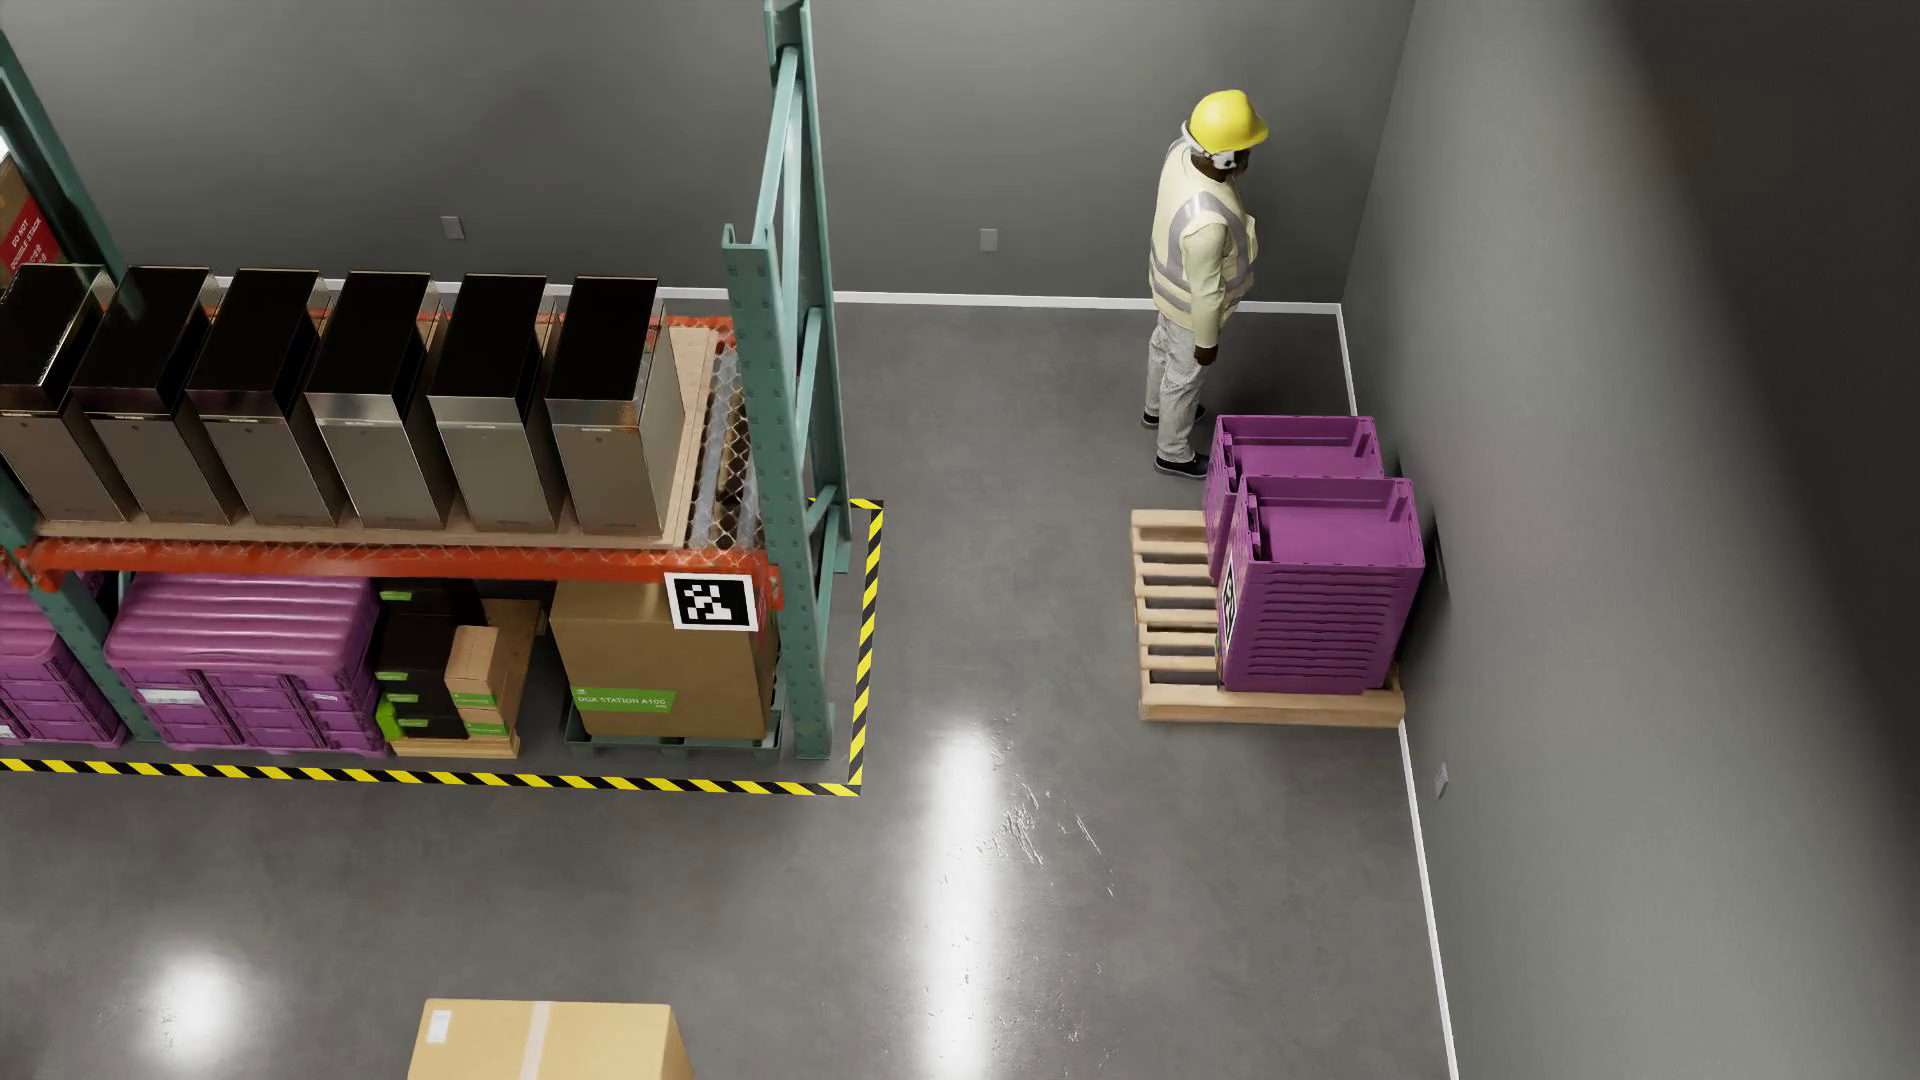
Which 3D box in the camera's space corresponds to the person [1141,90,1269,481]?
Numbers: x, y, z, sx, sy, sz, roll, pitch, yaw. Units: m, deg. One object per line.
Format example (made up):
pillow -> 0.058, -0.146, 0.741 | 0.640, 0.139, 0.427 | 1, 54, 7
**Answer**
person -> 0.938, -0.984, 6.535 | 0.404, 1.831, 0.590 | -4, 52, -3
